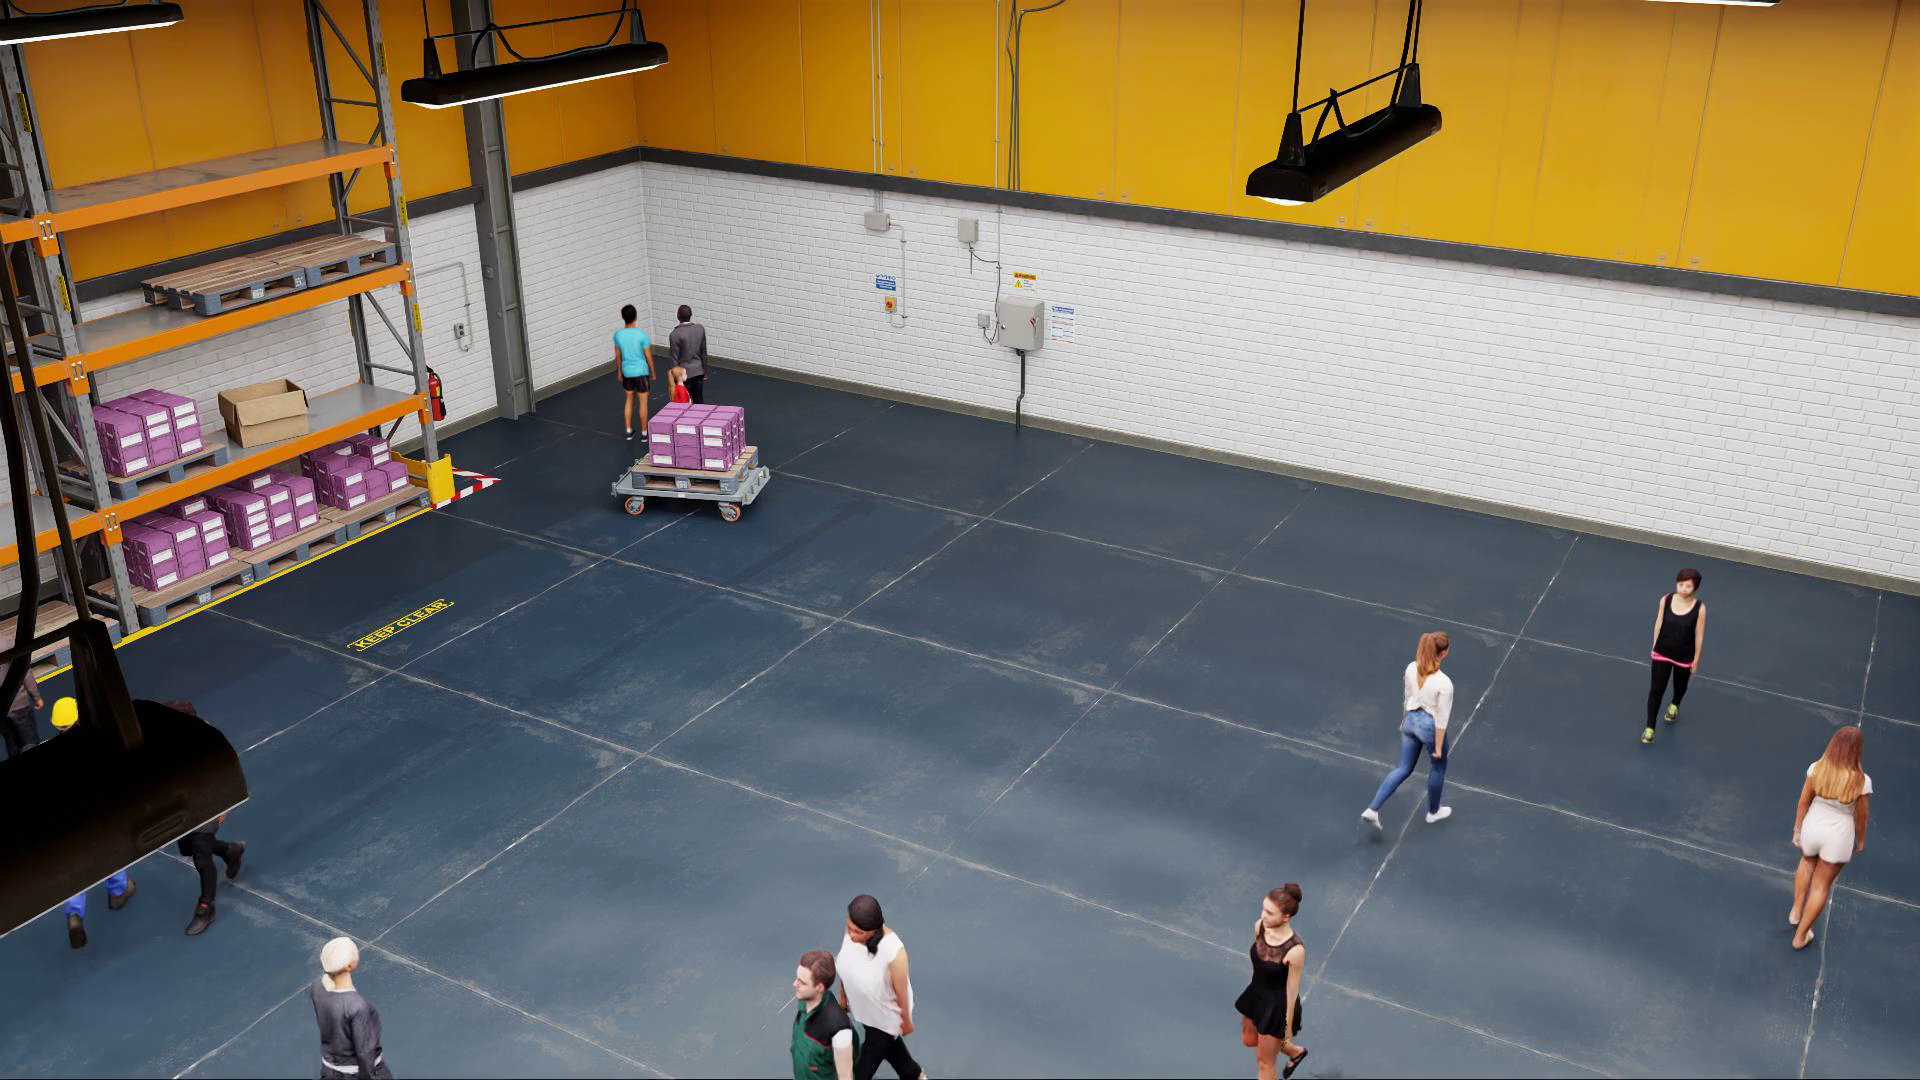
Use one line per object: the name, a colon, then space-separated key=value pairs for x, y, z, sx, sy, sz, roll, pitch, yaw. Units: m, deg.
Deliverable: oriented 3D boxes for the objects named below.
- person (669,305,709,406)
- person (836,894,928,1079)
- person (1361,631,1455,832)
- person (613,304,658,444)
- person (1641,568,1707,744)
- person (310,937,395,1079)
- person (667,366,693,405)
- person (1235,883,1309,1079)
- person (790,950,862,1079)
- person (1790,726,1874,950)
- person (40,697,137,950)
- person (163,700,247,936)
person: x=-3.383 y=-2.060 z=20.811 sx=0.660 sy=1.818 sz=0.843 roll=-20 pitch=30 yaw=-38
person: x=-0.446 y=2.776 z=9.964 sx=1.171 sy=1.644 sz=0.940 roll=-17 pitch=29 yaw=-34
person: x=3.495 y=1.514 z=12.793 sx=1.175 sy=1.691 sz=0.938 roll=-15 pitch=28 yaw=-30
person: x=-4.081 y=-2.079 z=20.913 sx=0.690 sy=1.771 sz=0.680 roll=5 pitch=24 yaw=12
person: x=6.183 y=0.948 z=14.312 sx=0.573 sy=1.511 sz=1.010 roll=15 pitch=28 yaw=30
person: x=-3.492 y=3.006 z=9.368 sx=0.686 sy=1.701 sz=1.091 roll=10 pitch=25 yaw=21
person: x=-3.383 y=-1.489 z=20.173 sx=0.622 sy=1.282 sz=0.569 roll=-8 pitch=25 yaw=-18
person: x=1.937 y=2.761 z=9.975 sx=0.927 sy=1.664 sz=0.804 roll=-12 pitch=27 yaw=-26
person: x=-0.692 y=3.025 z=9.159 sx=0.846 sy=1.832 sz=0.800 roll=-11 pitch=26 yaw=-24
person: x=5.953 y=2.091 z=11.495 sx=0.767 sy=1.673 sz=0.673 roll=-21 pitch=31 yaw=-39
person: x=-6.152 y=1.977 z=11.620 sx=1.085 sy=1.782 sz=1.236 roll=-3 pitch=24 yaw=-7
person: x=-5.434 y=1.887 z=11.850 sx=0.755 sy=1.761 sz=1.084 roll=6 pitch=24 yaw=14
